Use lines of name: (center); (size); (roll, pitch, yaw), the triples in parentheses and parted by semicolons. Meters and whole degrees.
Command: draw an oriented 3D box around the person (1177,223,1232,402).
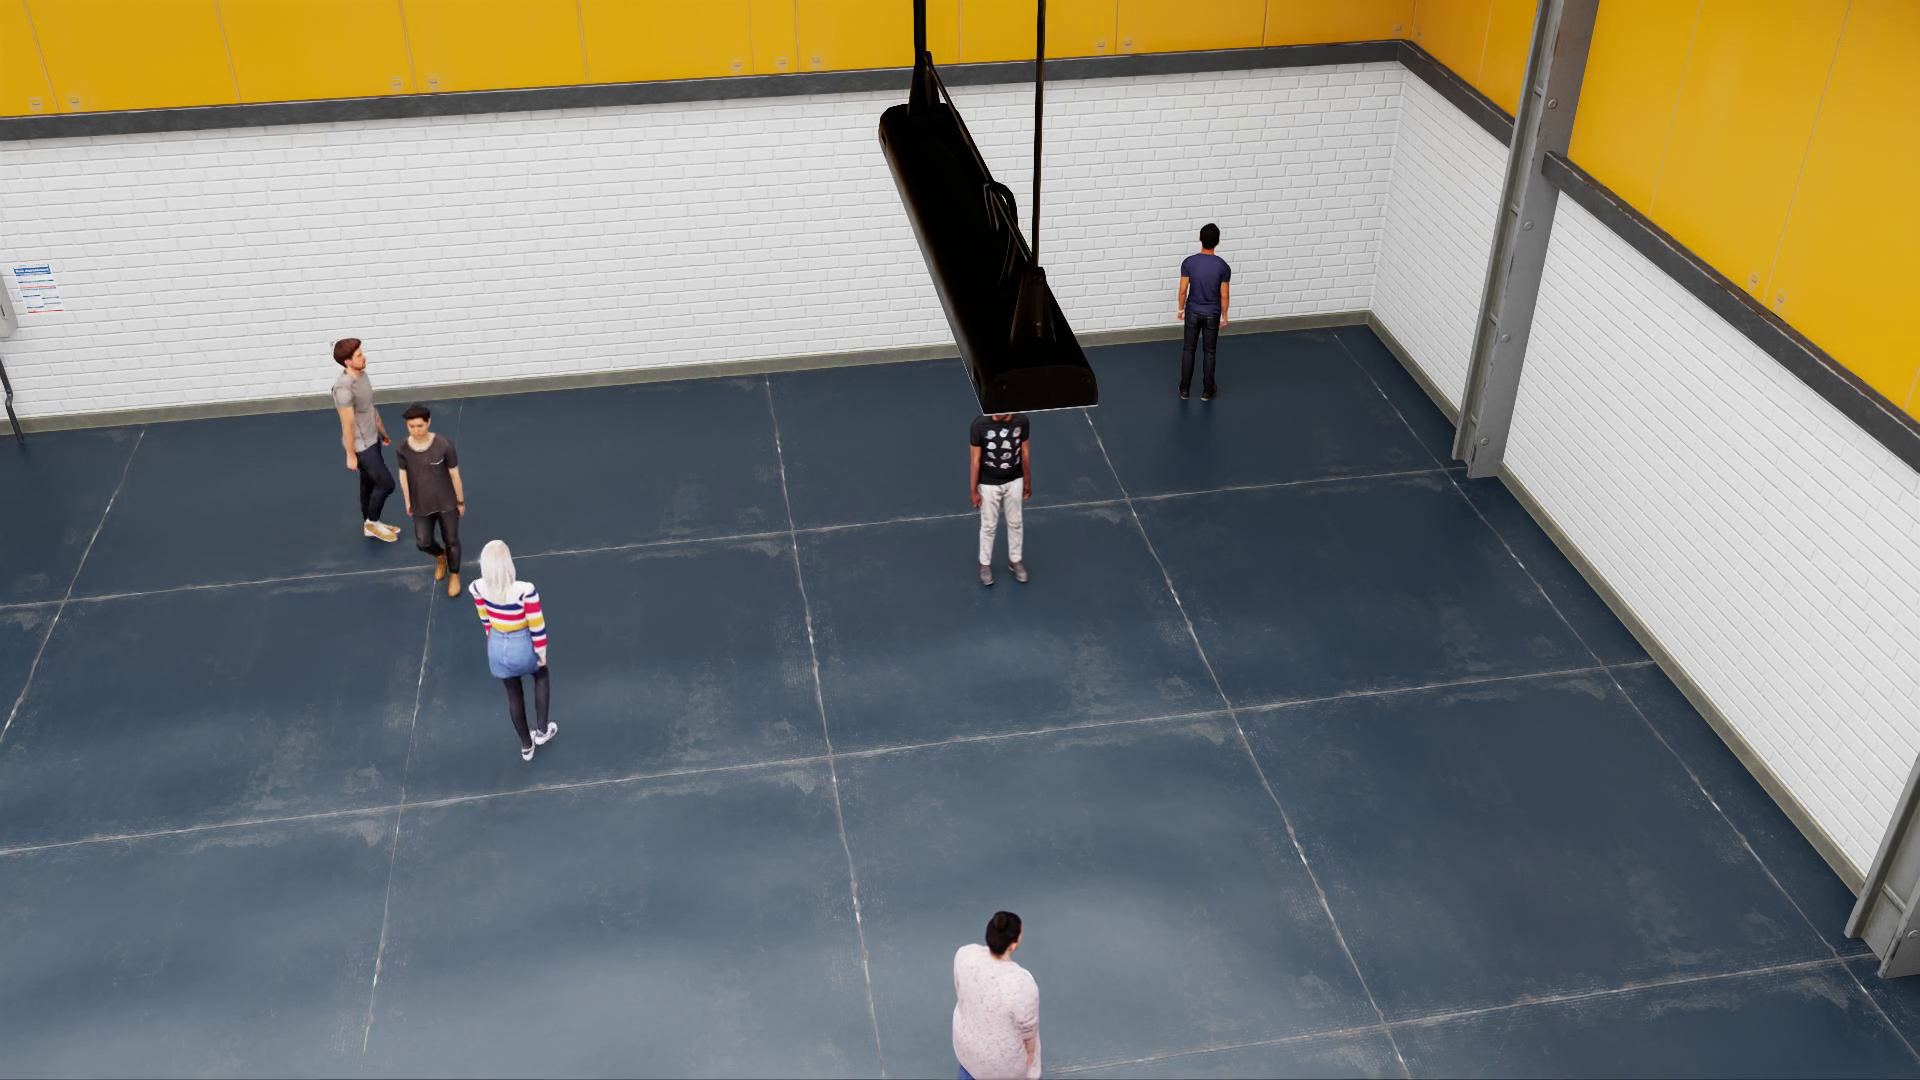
person: (2.330, -2.188, 16.004); (0.716, 1.792, 0.658); (7, 34, 10)

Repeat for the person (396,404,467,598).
person: (-4.213, -0.369, 13.342); (0.655, 1.708, 0.706); (-2, 34, -4)

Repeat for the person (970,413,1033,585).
person: (0.325, -0.474, 13.417); (0.662, 1.800, 0.607); (-7, 34, -11)

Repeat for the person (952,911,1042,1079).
person: (0.167, 2.613, 8.824); (0.788, 1.744, 0.858); (24, 40, 31)

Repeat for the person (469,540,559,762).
person: (-3.111, 0.804, 11.495); (0.714, 1.800, 0.695); (2, 34, 4)

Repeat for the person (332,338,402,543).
person: (-5.058, -0.807, 13.845); (0.780, 1.881, 0.608); (-1, 34, -2)
